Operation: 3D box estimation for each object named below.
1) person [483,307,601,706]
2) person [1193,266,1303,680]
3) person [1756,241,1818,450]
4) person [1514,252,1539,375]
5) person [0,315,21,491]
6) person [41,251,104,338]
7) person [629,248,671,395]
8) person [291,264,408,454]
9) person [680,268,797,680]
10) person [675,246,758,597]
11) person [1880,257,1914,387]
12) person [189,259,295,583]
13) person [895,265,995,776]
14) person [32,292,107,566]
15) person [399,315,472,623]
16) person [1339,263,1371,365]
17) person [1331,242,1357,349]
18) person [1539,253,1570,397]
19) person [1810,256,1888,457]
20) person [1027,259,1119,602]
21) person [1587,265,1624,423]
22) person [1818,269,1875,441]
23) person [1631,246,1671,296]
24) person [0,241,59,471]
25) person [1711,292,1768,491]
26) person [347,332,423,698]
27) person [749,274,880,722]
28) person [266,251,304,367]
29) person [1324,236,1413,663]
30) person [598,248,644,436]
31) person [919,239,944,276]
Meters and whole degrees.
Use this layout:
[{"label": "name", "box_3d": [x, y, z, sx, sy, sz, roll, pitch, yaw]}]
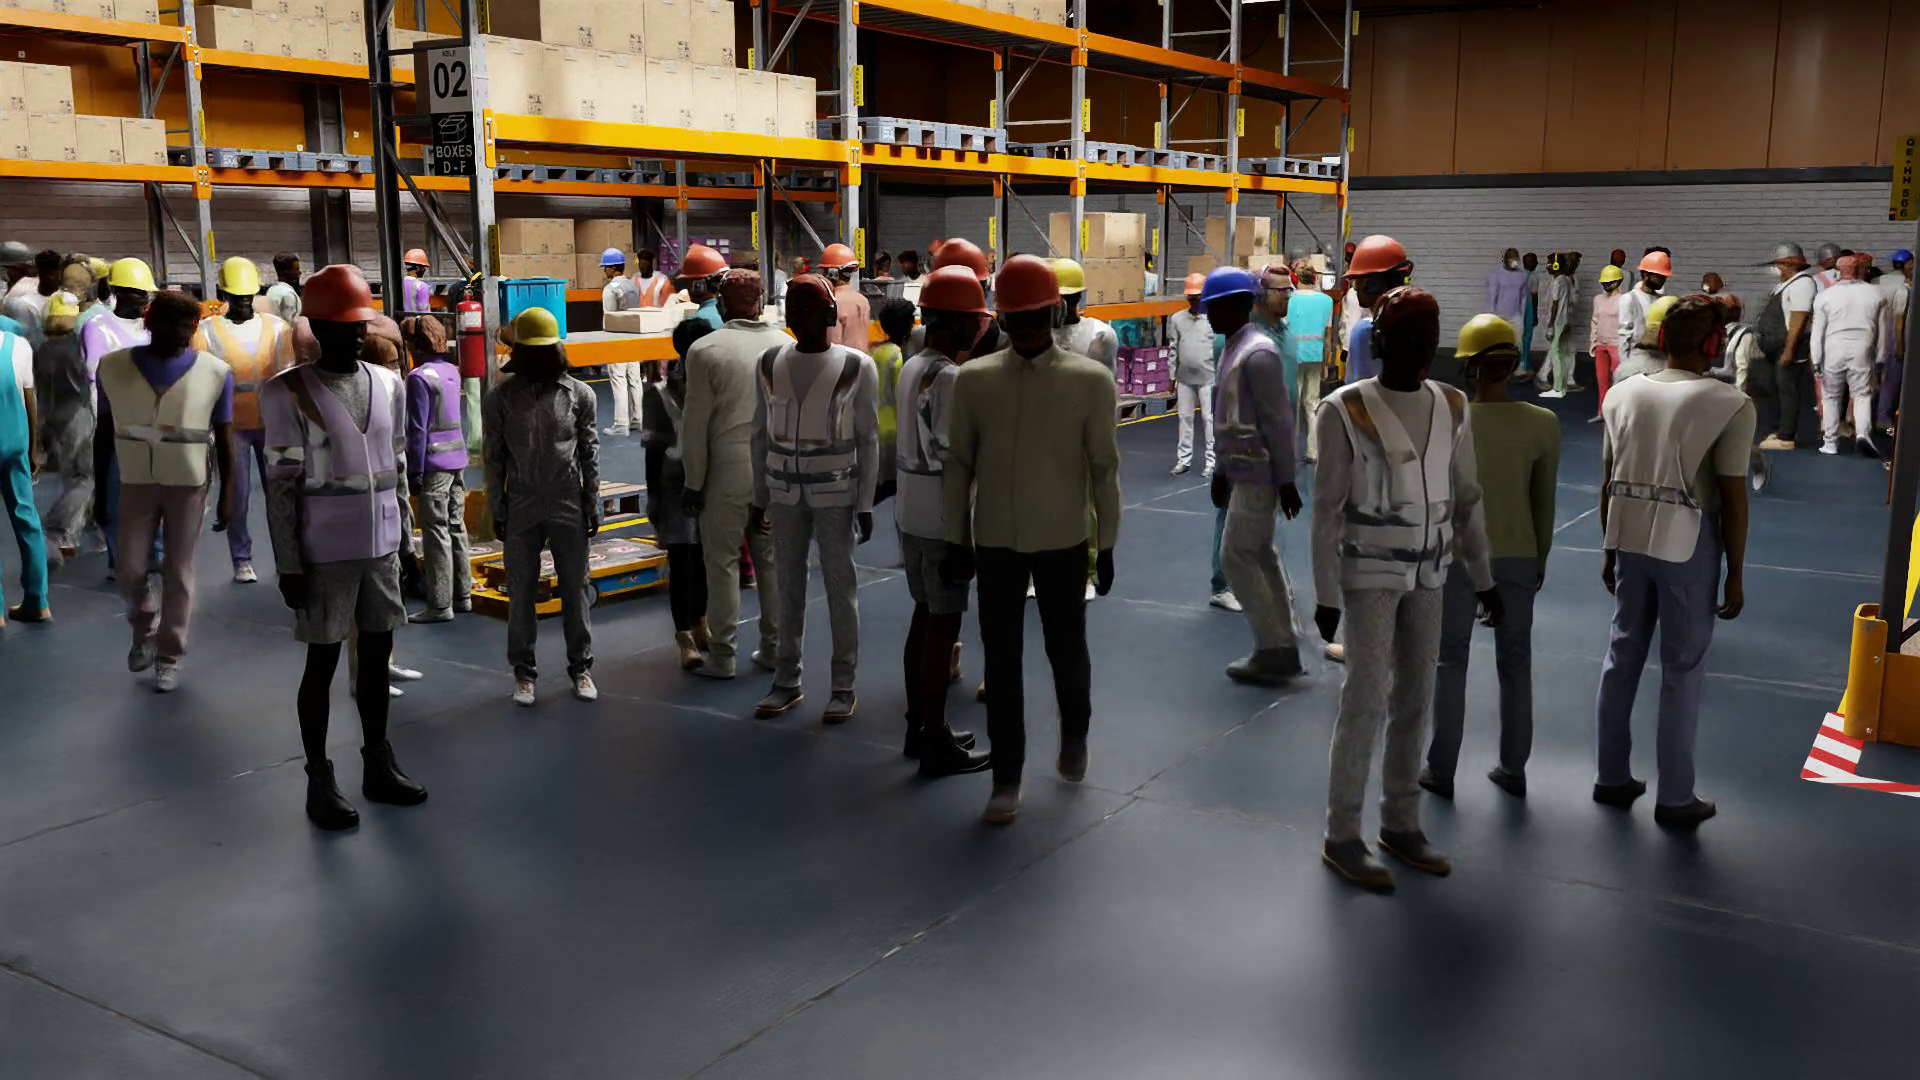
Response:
[{"label": "person", "box_3d": [-1.804, -0.140, 7.249, 0.484, 1.738, 0.321, -3, 11, -16]}, {"label": "person", "box_3d": [1.349, -0.303, 7.688, 0.582, 1.900, 0.632, 0, 10, 1]}, {"label": "person", "box_3d": [8.007, -1.885, 16.074, 0.577, 2.000, 0.715, 2, 10, 11]}, {"label": "person", "box_3d": [8.493, -3.390, 25.001, 0.338, 1.838, 0.504, -4, 11, -21]}, {"label": "person", "box_3d": [-7.713, -1.213, 13.190, 0.353, 1.739, 0.574, 5, 11, 27]}, {"label": "person", "box_3d": [-6.490, -1.159, 12.337, 0.372, 1.940, 0.632, 0, 10, 2]}, {"label": "person", "box_3d": [-3.895, -2.706, 20.927, 0.606, 1.938, 0.909, 3, 11, 15]}, {"label": "person", "box_3d": [-3.539, -0.669, 9.787, 0.659, 1.882, 0.620, -7, 12, -34]}, {"label": "person", "box_3d": [-1.007, -0.304, 7.722, 0.657, 1.896, 0.402, -8, 13, -39]}, {"label": "person", "box_3d": [-1.407, -0.666, 9.484, 0.408, 1.987, 0.620, 6, 12, 28]}, {"label": "person", "box_3d": [12.742, -2.958, 22.573, 0.430, 1.844, 0.624, -8, 13, -38]}, {"label": "person", "box_3d": [-4.208, -0.698, 9.863, 0.592, 1.913, 0.399, -10, 14, -43]}, {"label": "person", "box_3d": [-0.050, -0.072, 6.350, 0.385, 1.929, 0.543, -3, 11, -18]}, {"label": "person", "box_3d": [-5.631, -0.715, 10.509, 0.478, 1.711, 0.848, 3, 11, 15]}, {"label": "person", "box_3d": [-2.789, -0.379, 8.868, 0.320, 1.631, 0.523, 1, 10, 6]}, {"label": "person", "box_3d": [4.194, -2.035, 17.478, 0.430, 1.838, 0.619, 10, 14, 43]}, {"label": "person", "box_3d": [6.602, -4.092, 28.463, 0.612, 1.986, 0.407, -4, 11, -23]}, {"label": "person", "box_3d": [7.703, -2.766, 21.485, 0.333, 1.858, 0.507, 6, 12, 29]}, {"label": "person", "box_3d": [8.326, -1.711, 15.583, 0.667, 1.876, 0.620, 3, 11, 14]}, {"label": "person", "box_3d": [0.591, -0.607, 9.336, 0.589, 1.918, 0.395, 3, 11, 19]}, {"label": "person", "box_3d": [7.125, -2.131, 18.259, 0.374, 1.752, 0.516, -5, 11, -25]}, {"label": "person", "box_3d": [8.953, -1.870, 16.782, 0.563, 1.753, 0.335, 1, 10, 3]}, {"label": "person", "box_3d": [6.931, -1.969, 16.744, 0.368, 1.967, 0.600, 0, 10, 1]}, {"label": "person", "box_3d": [-8.072, -1.579, 14.378, 0.573, 2.000, 0.770, -1, 10, -7]}, {"label": "person", "box_3d": [6.068, -1.142, 13.115, 0.711, 1.619, 0.509, -5, 12, -27]}, {"label": "person", "box_3d": [-2.596, -0.112, 7.414, 0.297, 1.625, 0.498, 0, 10, 0]}, {"label": "person", "box_3d": [-0.621, -0.170, 7.011, 0.572, 1.883, 0.355, 3, 11, 18]}, {"label": "person", "box_3d": [-6.170, -1.673, 15.240, 0.372, 1.916, 0.596, -8, 13, -37]}, {"label": "person", "box_3d": [1.973, -0.419, 7.953, 0.388, 2.039, 0.616, 8, 13, 39]}, {"label": "person", "box_3d": [-3.527, -2.049, 17.276, 0.417, 1.939, 0.610, 4, 11, 21]}, {"label": "person", "box_3d": [-0.367, -3.913, 27.330, 0.609, 2.034, 0.404, -2, 10, -10]}]
